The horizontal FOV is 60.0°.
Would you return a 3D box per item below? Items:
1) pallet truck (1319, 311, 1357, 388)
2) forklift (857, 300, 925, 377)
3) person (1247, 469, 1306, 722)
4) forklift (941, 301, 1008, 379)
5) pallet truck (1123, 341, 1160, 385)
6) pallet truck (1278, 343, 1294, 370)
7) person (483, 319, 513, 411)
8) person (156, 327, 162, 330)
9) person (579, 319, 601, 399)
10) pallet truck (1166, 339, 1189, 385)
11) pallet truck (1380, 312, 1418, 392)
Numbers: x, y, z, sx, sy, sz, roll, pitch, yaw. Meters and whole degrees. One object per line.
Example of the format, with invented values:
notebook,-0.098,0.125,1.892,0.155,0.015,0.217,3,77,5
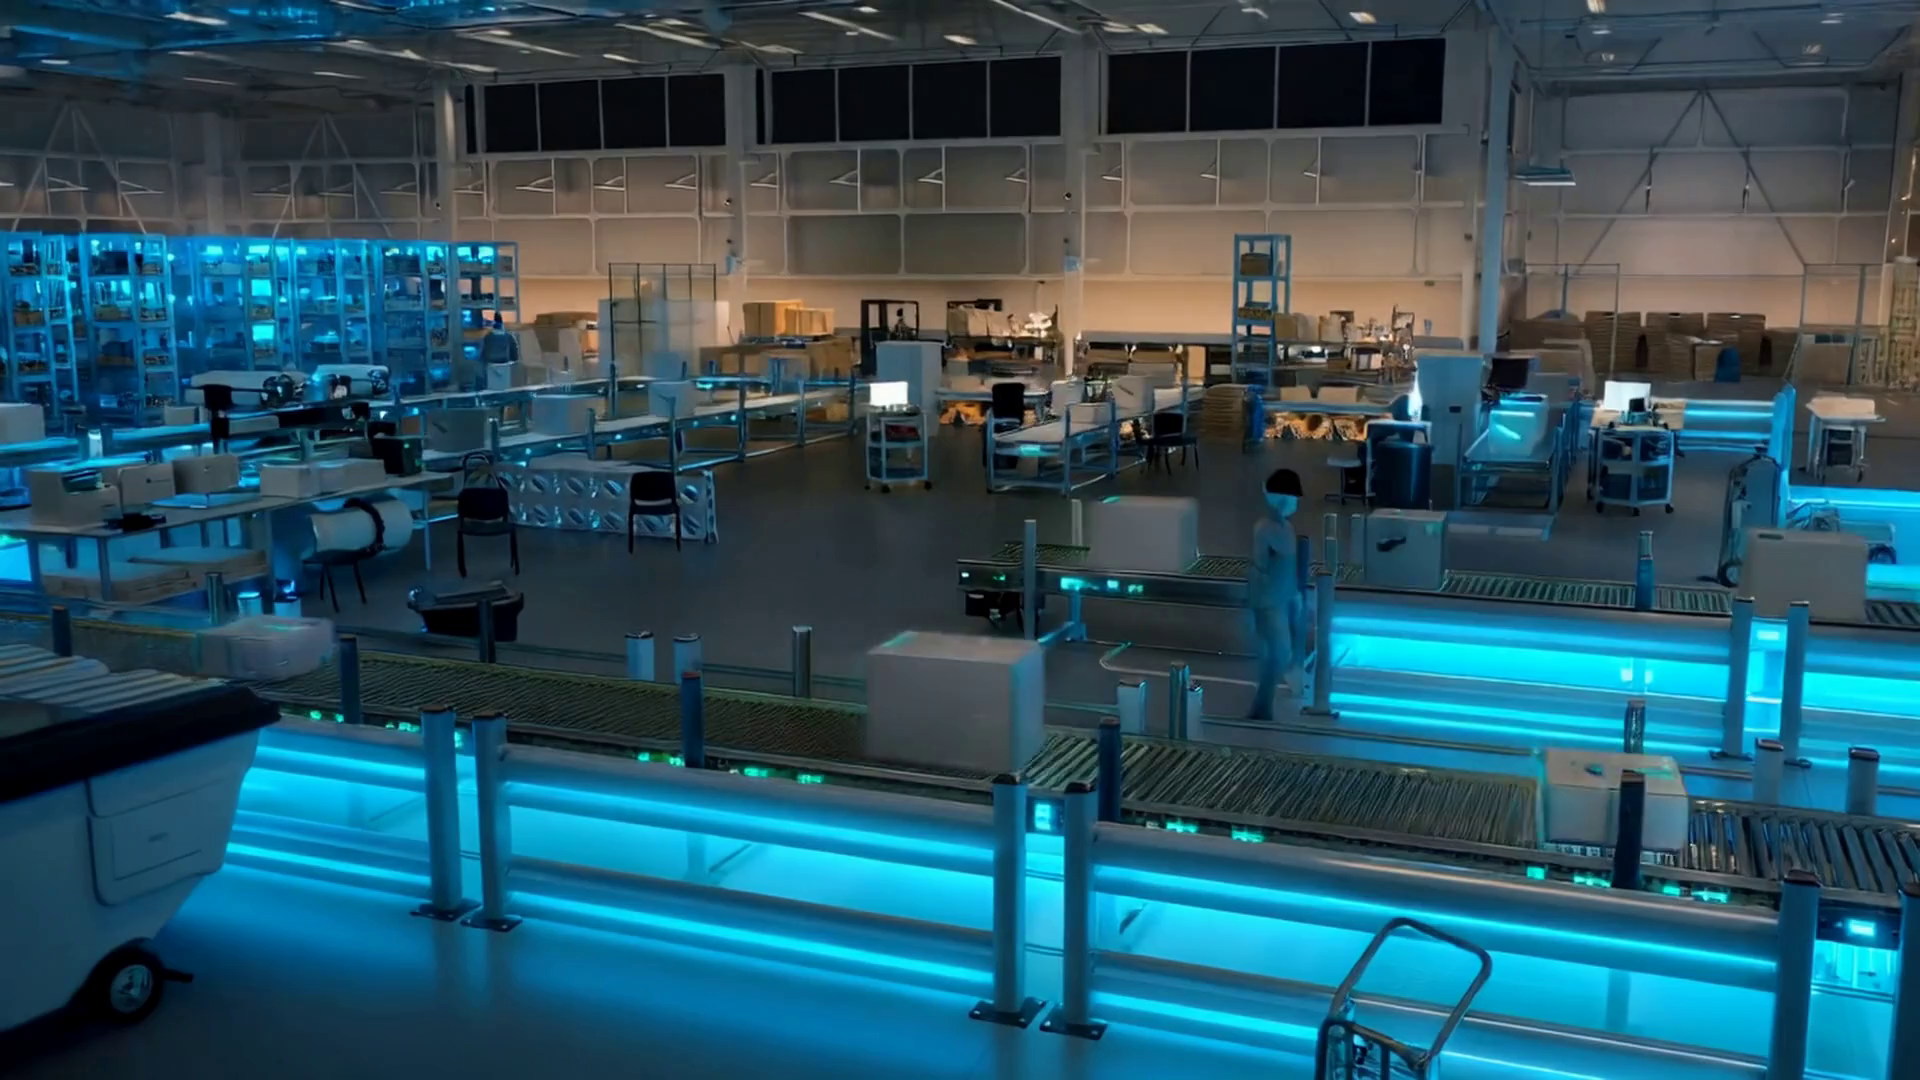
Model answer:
pallet truck,9.071,-4.419,39.190,0.823,1.965,1.885,5,10,26
forklift,-1.732,-5.109,42.468,1.157,1.987,2.680,4,10,22
person,2.026,0.421,10.562,0.387,1.752,0.554,6,11,32
forklift,0.365,-4.966,41.571,1.157,1.987,2.680,3,10,20
pallet truck,4.445,-4.380,41.279,0.680,1.201,1.601,4,10,22
pallet truck,7.886,-4.163,39.743,0.653,1.274,1.630,4,10,22
person,-9.686,-3.656,34.828,0.639,1.914,0.407,1,9,6
person,-17.881,-4.000,37.169,0.573,1.831,0.405,-7,11,-34
person,-8.406,-4.092,37.709,0.404,1.831,0.600,6,11,32
pallet truck,5.418,-4.269,40.420,0.704,1.261,1.522,3,10,20
pallet truck,10.207,-4.283,38.369,0.823,1.965,1.885,3,10,20
